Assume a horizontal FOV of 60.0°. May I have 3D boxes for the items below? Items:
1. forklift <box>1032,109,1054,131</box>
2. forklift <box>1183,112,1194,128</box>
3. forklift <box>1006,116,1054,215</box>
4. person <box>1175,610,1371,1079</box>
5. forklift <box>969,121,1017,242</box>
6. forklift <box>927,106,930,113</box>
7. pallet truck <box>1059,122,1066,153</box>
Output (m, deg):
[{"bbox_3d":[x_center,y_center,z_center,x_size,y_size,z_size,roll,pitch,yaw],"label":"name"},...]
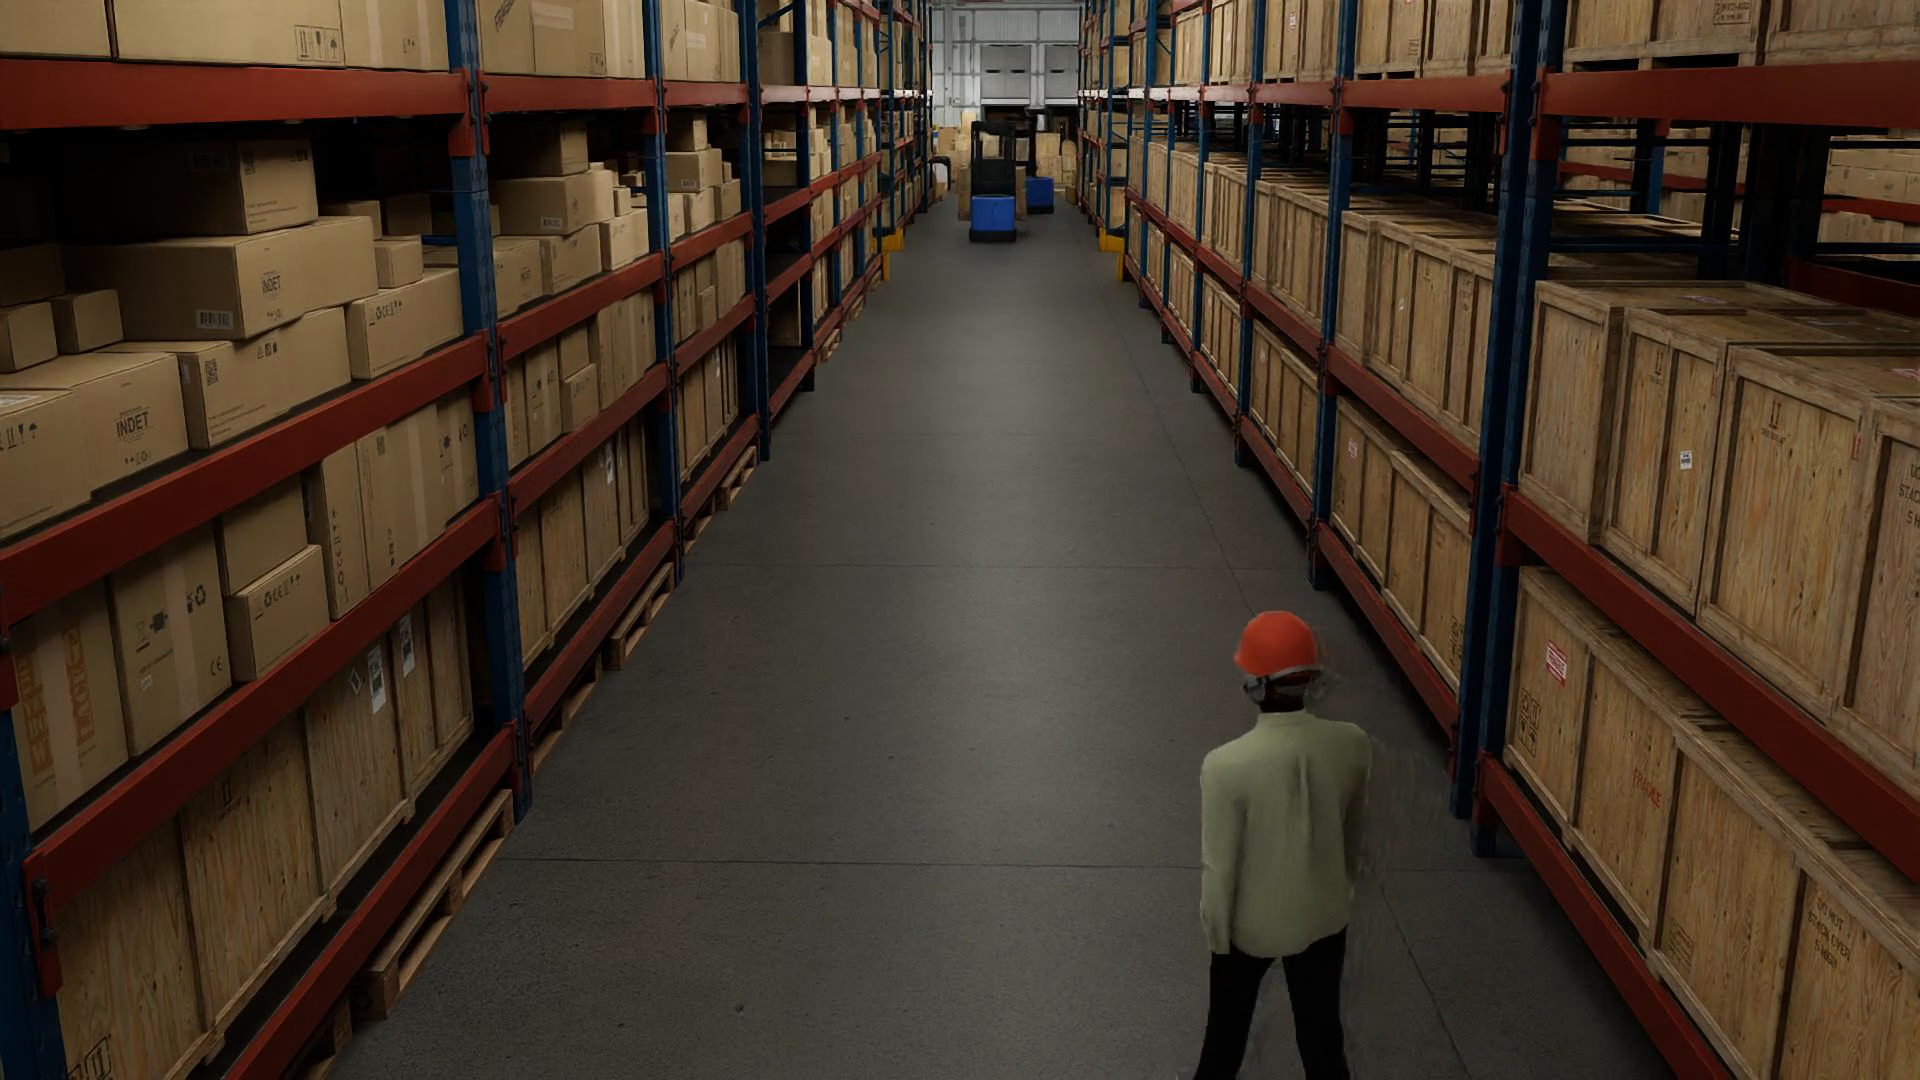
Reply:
[{"bbox_3d":[3.499,-16.963,70.906,1.129,2.768,1.873,4,16,16],"label":"forklift"},{"bbox_3d":[8.132,-14.055,60.086,1.129,2.768,1.873,0,15,1],"label":"forklift"},{"bbox_3d":[1.797,-10.875,48.255,1.129,2.768,1.873,-10,18,-33],"label":"forklift"},{"bbox_3d":[1.027,1.172,5.231,0.627,1.945,1.034,-4,16,-16],"label":"person"},{"bbox_3d":[0.794,-8.570,39.676,1.129,2.768,1.873,0,15,1],"label":"forklift"},{"bbox_3d":[-1.999,-20.667,84.686,1.129,2.768,1.873,0,15,2],"label":"forklift"},{"bbox_3d":[5.788,-21.111,88.014,1.885,1.965,0.823,5,16,18],"label":"pallet truck"}]
